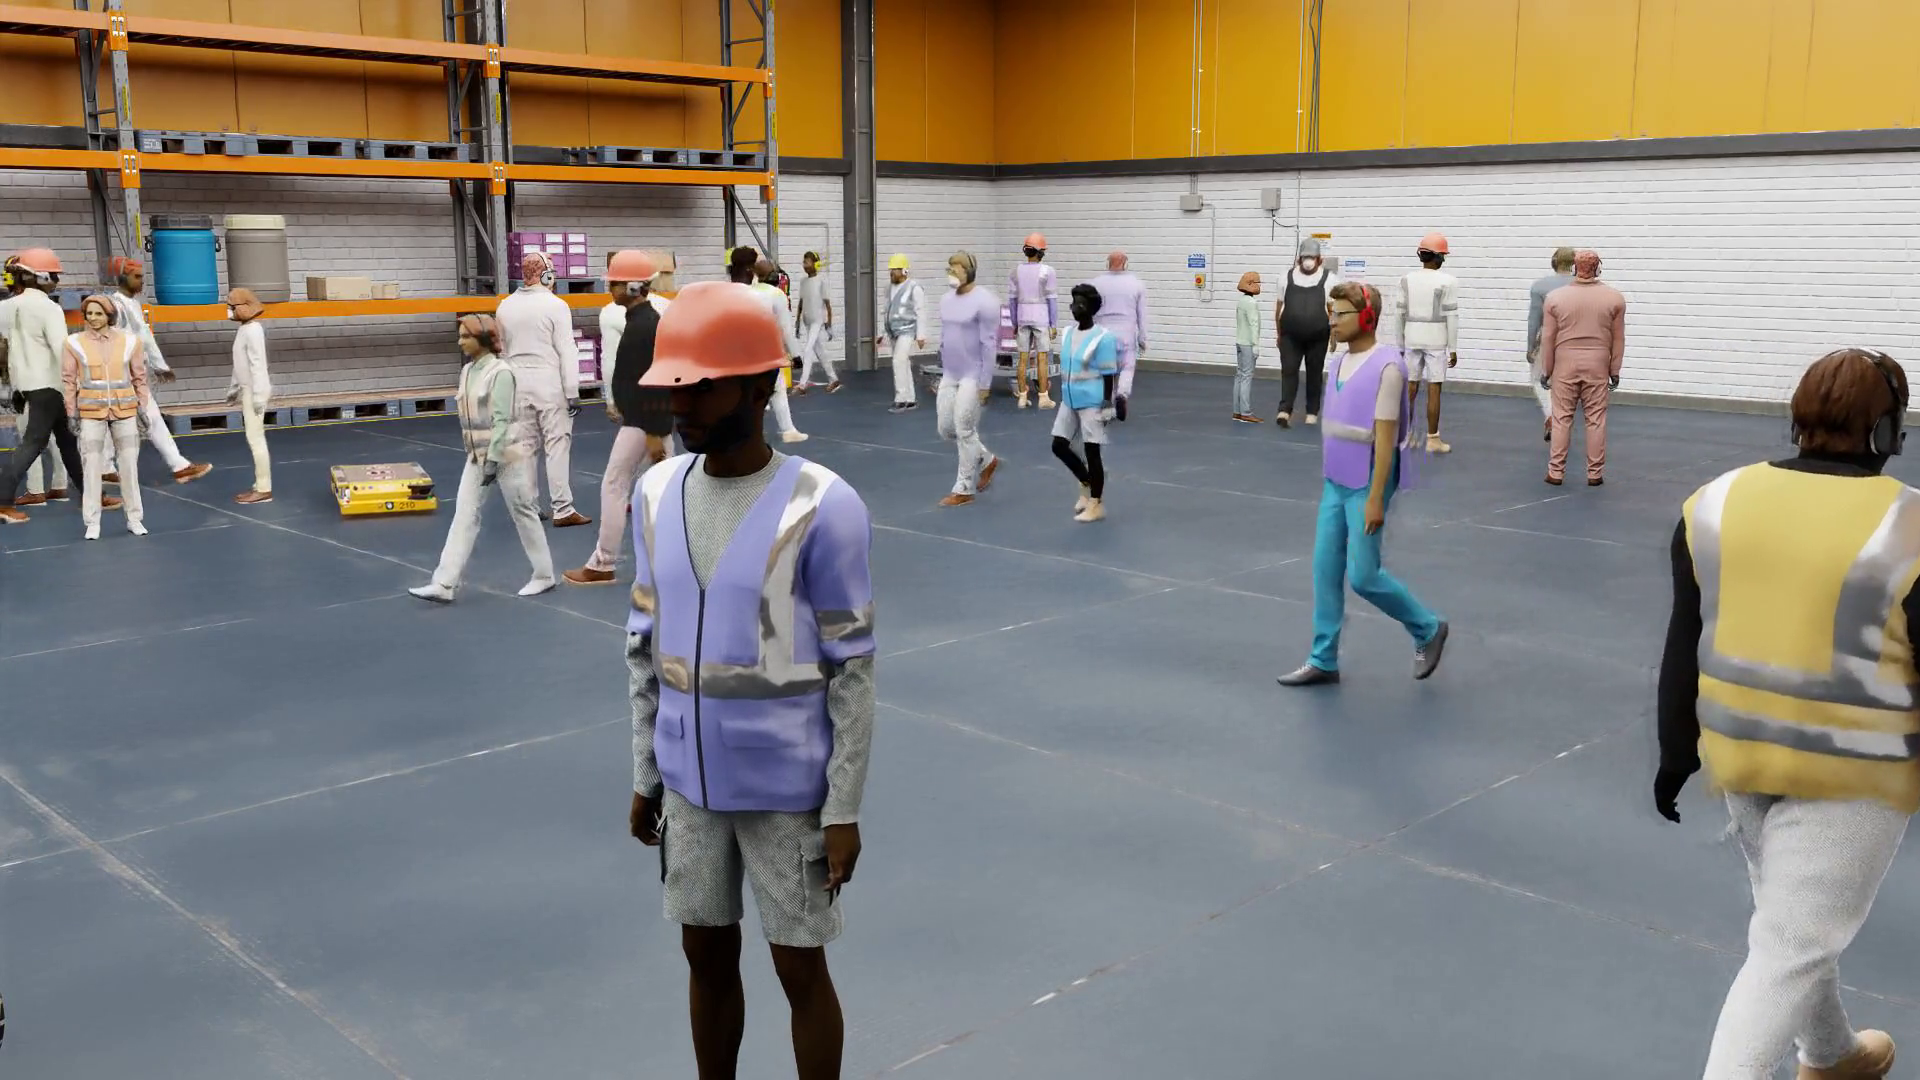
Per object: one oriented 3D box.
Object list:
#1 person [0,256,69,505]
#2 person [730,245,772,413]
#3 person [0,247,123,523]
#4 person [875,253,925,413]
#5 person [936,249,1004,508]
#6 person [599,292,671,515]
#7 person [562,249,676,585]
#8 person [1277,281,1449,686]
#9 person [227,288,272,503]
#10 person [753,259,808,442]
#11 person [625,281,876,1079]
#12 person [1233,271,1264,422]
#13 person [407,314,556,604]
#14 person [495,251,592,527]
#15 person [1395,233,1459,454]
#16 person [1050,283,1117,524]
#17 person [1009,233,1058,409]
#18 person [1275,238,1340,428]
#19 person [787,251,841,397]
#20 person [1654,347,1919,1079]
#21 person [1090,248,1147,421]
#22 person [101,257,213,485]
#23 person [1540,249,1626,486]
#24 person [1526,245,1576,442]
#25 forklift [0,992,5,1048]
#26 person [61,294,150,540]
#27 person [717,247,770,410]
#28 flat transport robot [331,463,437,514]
[{"bbox_3d":[-6.999,-1.191,12.505,0.316,1.870,0.531,4,11,19],"label":"person"},{"bbox_3d":[-1.874,-1.517,14.097,0.608,1.946,0.755,5,12,26],"label":"person"},{"bbox_3d":[-6.559,-1.105,11.858,0.639,1.943,1.033,8,13,38],"label":"person"},{"bbox_3d":[-0.739,-2.371,19.103,0.689,1.806,0.591,-9,13,-39],"label":"person"},{"bbox_3d":[0.094,-1.202,12.429,0.588,1.920,0.627,-9,13,-39],"label":"person"},{"bbox_3d":[-2.156,-1.035,11.653,0.635,1.891,0.986,-10,14,-43],"label":"person"},{"bbox_3d":[-1.777,-0.704,9.660,1.009,1.954,0.618,0,10,-2],"label":"person"},{"bbox_3d":[1.818,-0.233,7.407,0.684,1.824,0.577,-3,11,-16],"label":"person"},{"bbox_3d":[-5.419,-1.101,12.684,0.307,1.629,0.512,-6,12,-30],"label":"person"},{"bbox_3d":[-1.860,-1.799,16.013,0.935,1.807,0.627,-8,13,-36],"label":"person"},{"bbox_3d":[-0.439,0.467,3.280,0.550,1.935,0.376,5,12,27],"label":"person"},{"bbox_3d":[3.141,-2.098,18.098,0.285,1.633,0.498,-2,11,-9],"label":"person"},{"bbox_3d":[-2.615,-0.437,9.146,0.531,1.587,0.860,10,14,43],"label":"person"},{"bbox_3d":[-2.892,-1.041,11.584,0.639,1.910,0.407,5,12,26],"label":"person"},{"bbox_3d":[4.347,-1.818,15.449,0.615,2.041,0.376,10,14,43],"label":"person"},{"bbox_3d":[0.871,-0.953,11.686,0.356,1.687,0.544,-8,13,-39],"label":"person"},{"bbox_3d":[0.868,-2.548,19.433,0.605,2.044,0.374,5,12,26],"label":"person"},{"bbox_3d":[3.652,-2.202,17.553,0.693,2.000,0.904,3,11,16],"label":"person"},{"bbox_3d":[-1.848,-2.754,21.165,0.536,1.830,0.960,10,14,43],"label":"person"},{"bbox_3d":[1.856,0.487,3.576,0.953,1.792,0.646,-6,12,-32],"label":"person"},{"bbox_3d":[1.687,-2.190,17.930,0.649,1.886,0.715,2,11,9],"label":"person"},{"bbox_3d":[-6.608,-1.352,13.470,0.974,1.836,0.596,-4,11,-19],"label":"person"},{"bbox_3d":[5.020,-1.384,13.458,0.643,1.909,0.410,3,11,13],"label":"person"},{"bbox_3d":[5.775,-1.859,16.005,0.633,1.929,0.517,0,10,0],"label":"person"},{"bbox_3d":[-3.245,0.323,3.363,2.313,2.155,1.214,2,11,13],"label":"forklift"},{"bbox_3d":[-5.708,-0.825,11.145,0.517,1.636,0.314,-7,12,-34],"label":"person"},{"bbox_3d":[-2.522,-2.421,19.220,0.640,1.881,0.665,3,11,18],"label":"person"},{"bbox_3d":[-4.387,-0.409,12.603,0.652,0.197,1.431,-4,11,-23],"label":"flat transport robot"}]
